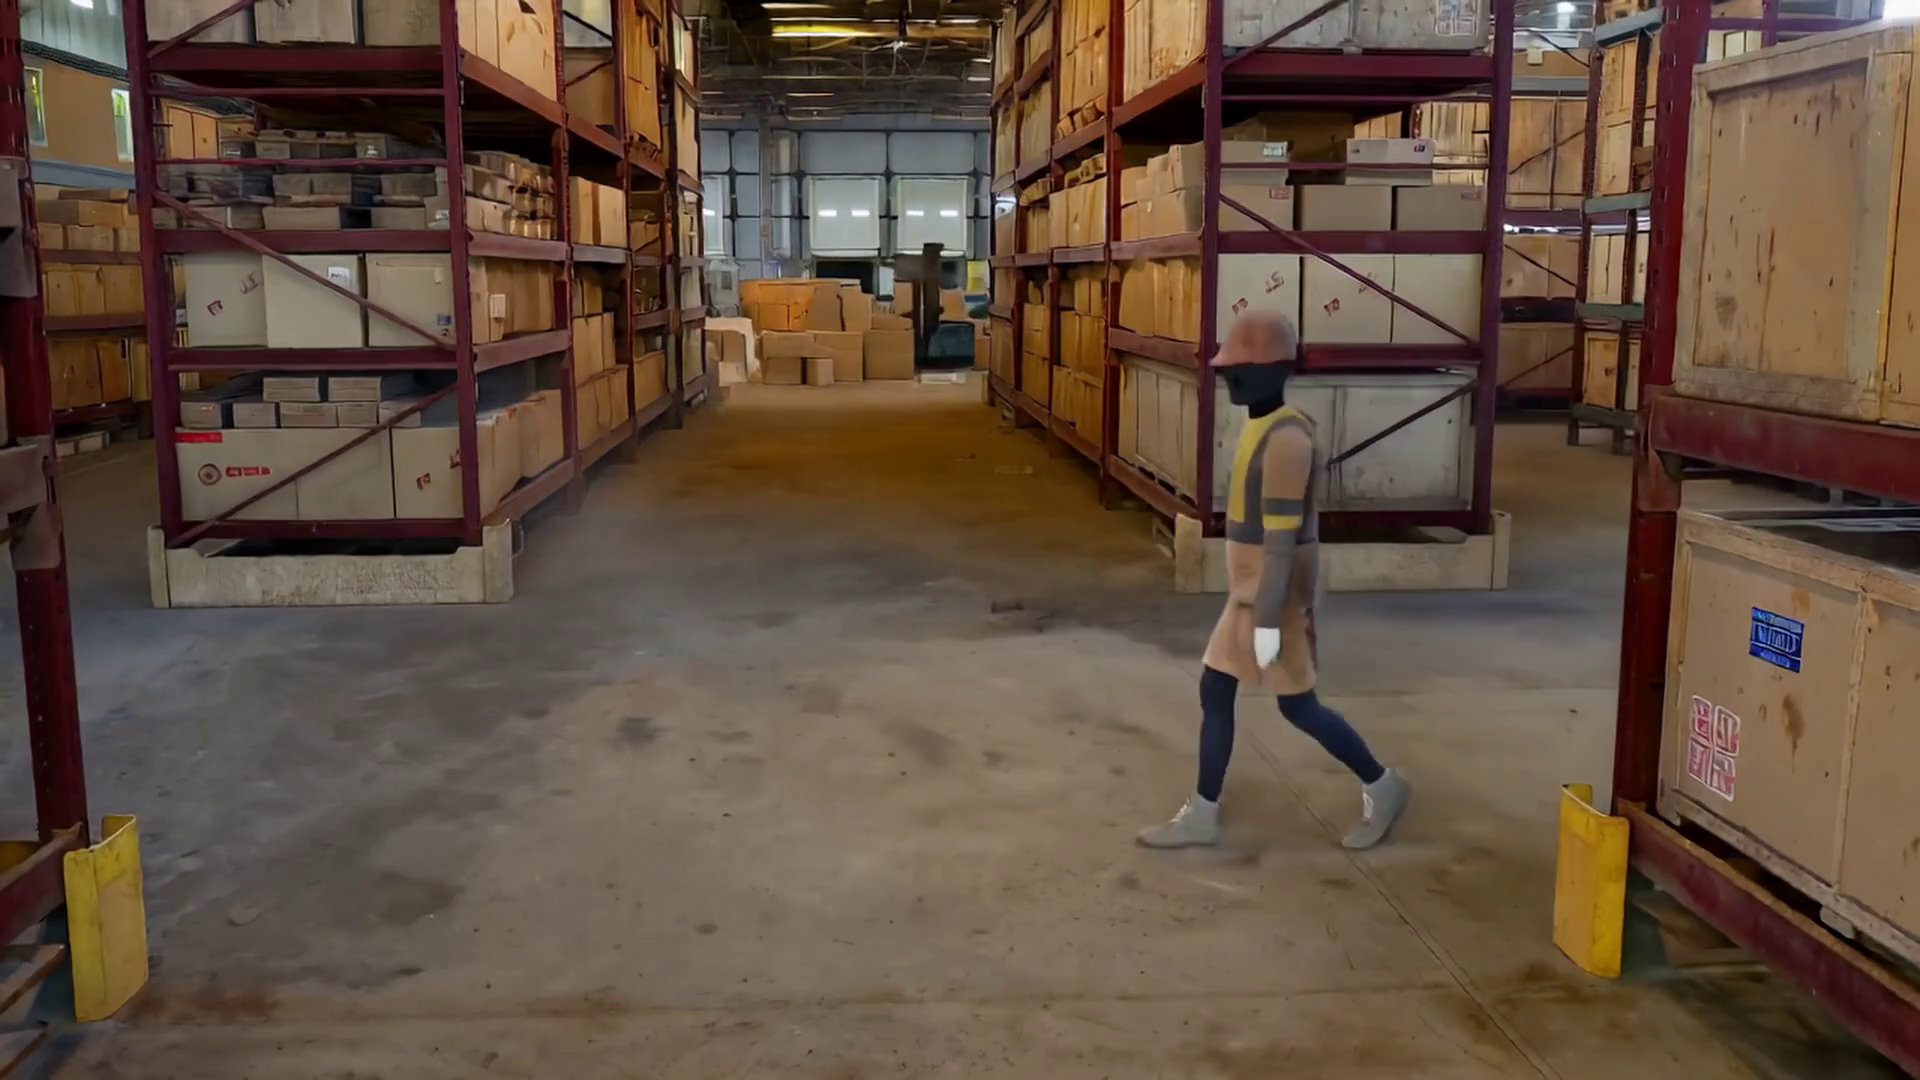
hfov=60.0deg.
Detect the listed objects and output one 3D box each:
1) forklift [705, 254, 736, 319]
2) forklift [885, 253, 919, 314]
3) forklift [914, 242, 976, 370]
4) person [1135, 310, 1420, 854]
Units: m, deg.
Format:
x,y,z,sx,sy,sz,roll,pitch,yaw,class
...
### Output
x,y,z,sx,sy,sz,roll,pitch,yaw,class
-8.230,-8.396,57.051,1.129,2.768,1.873,-1,9,-4,forklift
-1.788,-7.999,54.557,1.129,2.768,1.873,-6,11,-32,forklift
-0.619,-5.162,36.742,1.873,2.768,1.129,-1,9,-5,forklift
1.195,0.176,6.007,0.999,2.007,0.621,0,9,-2,person
